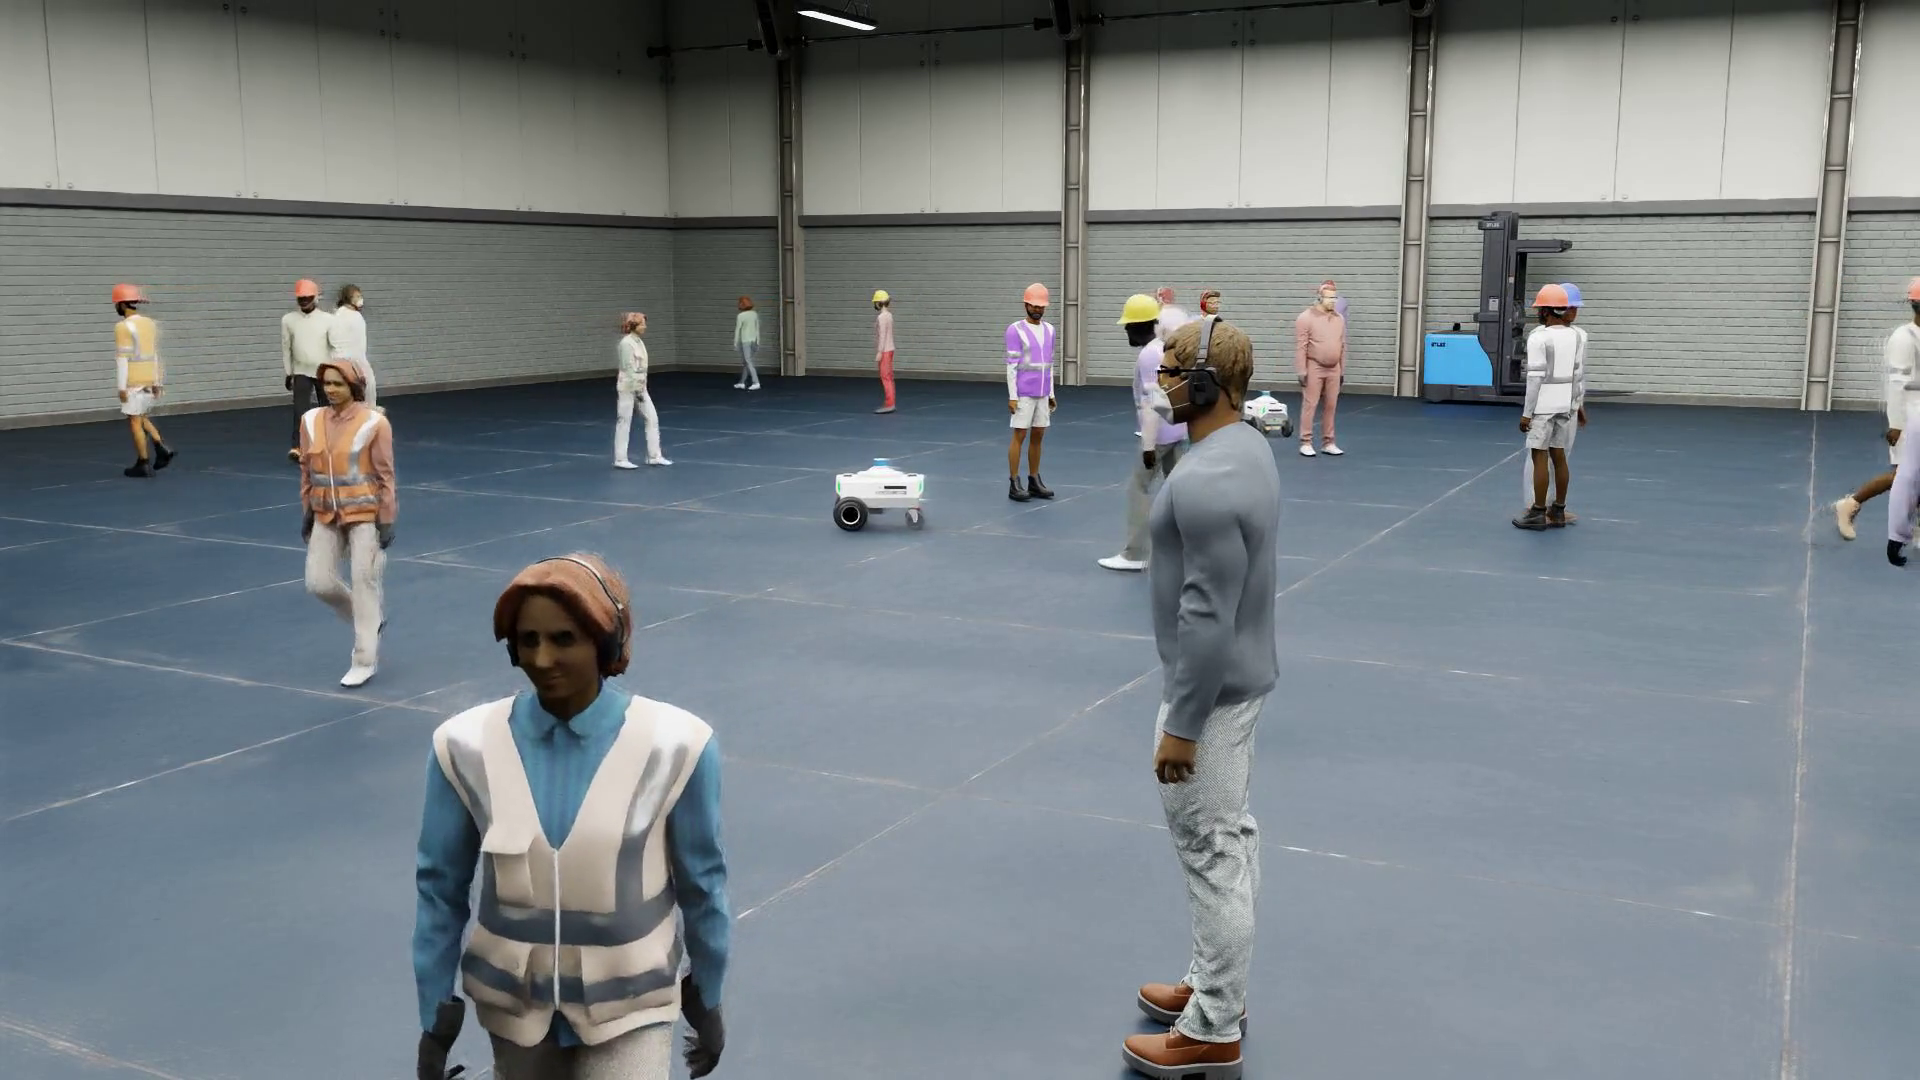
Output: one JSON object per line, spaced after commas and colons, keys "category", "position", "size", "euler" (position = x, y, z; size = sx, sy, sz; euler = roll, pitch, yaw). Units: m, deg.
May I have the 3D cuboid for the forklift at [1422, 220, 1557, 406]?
{"category": "forklift", "position": [8.245, -3.527, 25.720], "size": [1.873, 2.768, 1.129], "euler": [5, 10, 27]}

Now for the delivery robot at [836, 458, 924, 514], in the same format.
{"category": "delivery robot", "position": [-0.642, -0.414, 13.381], "size": [0.707, 0.478, 0.477], "euler": [0, 9, -2]}

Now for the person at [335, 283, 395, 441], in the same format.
{"category": "person", "position": [-7.317, -2.110, 19.864], "size": [0.936, 1.908, 0.641], "euler": [0, 9, 1]}

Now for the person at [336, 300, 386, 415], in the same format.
{"category": "person", "position": [-7.718, -2.223, 21.215], "size": [0.565, 1.680, 0.546], "euler": [-5, 11, -29]}

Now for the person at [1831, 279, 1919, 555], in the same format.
{"category": "person", "position": [6.895, -0.910, 12.096], "size": [0.626, 2.022, 0.825], "euler": [-6, 11, -35]}

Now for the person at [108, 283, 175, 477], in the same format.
{"category": "person", "position": [-8.225, -1.595, 16.620], "size": [0.435, 1.920, 0.574], "euler": [1, 9, 7]}

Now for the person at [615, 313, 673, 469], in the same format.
{"category": "person", "position": [-3.290, -1.530, 17.183], "size": [0.688, 1.614, 0.513], "euler": [2, 9, 13]}

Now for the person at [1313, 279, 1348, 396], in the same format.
{"category": "person", "position": [6.001, -3.300, 27.207], "size": [0.640, 1.902, 0.407], "euler": [-4, 10, -21]}

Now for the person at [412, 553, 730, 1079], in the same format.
{"category": "person", "position": [-0.665, 0.802, 2.868], "size": [0.522, 1.589, 0.893], "euler": [1, 9, 4]}

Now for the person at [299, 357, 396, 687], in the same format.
{"category": "person", "position": [-3.030, -0.101, 8.292], "size": [0.538, 1.624, 0.416], "euler": [2, 10, 15]}

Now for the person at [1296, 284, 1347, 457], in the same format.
{"category": "person", "position": [4.031, -1.885, 18.499], "size": [0.661, 1.898, 0.398], "euler": [-4, 10, -23]}

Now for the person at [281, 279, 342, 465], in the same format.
{"category": "person", "position": [-6.868, -1.768, 17.594], "size": [0.651, 1.943, 0.994], "euler": [-1, 9, -7]}

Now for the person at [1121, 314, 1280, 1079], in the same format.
{"category": "person", "position": [0.625, 0.399, 4.269], "size": [0.372, 1.940, 0.632], "euler": [3, 10, 15]}

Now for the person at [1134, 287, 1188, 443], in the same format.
{"category": "person", "position": [2.505, -2.100, 19.968], "size": [0.873, 1.856, 0.664], "euler": [5, 11, 31]}

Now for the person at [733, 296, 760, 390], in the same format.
{"category": "person", "position": [-3.709, -3.407, 28.771], "size": [0.703, 1.603, 0.521], "euler": [6, 11, 33]}

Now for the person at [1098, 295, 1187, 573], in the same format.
{"category": "person", "position": [1.340, -0.719, 11.346], "size": [0.666, 1.884, 0.602], "euler": [4, 10, 24]}

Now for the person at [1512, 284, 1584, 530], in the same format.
{"category": "person", "position": [4.680, -1.060, 13.259], "size": [0.545, 1.942, 0.349], "euler": [-6, 11, -31]}

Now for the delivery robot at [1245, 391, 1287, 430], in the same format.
{"category": "delivery robot", "position": [3.828, -1.620, 20.821], "size": [0.477, 0.478, 0.707], "euler": [-1, 9, -9]}

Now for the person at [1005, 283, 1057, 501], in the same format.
{"category": "person", "position": [0.665, -1.330, 14.952], "size": [0.548, 1.931, 0.379], "euler": [-7, 12, -38]}

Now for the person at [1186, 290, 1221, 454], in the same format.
{"category": "person", "position": [2.637, -1.775, 17.961], "size": [0.571, 1.843, 0.373], "euler": [-9, 13, -44]}

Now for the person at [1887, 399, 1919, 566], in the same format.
{"category": "person", "position": [4.437, -0.035, 7.331], "size": [0.658, 1.807, 0.846], "euler": [3, 10, 15]}

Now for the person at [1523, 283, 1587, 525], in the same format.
{"category": "person", "position": [4.831, -1.096, 13.459], "size": [0.614, 1.945, 0.404], "euler": [-5, 10, -27]}

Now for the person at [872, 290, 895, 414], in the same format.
{"category": "person", "position": [-1.116, -2.712, 23.996], "size": [0.330, 1.765, 0.533], "euler": [2, 9, 12]}
